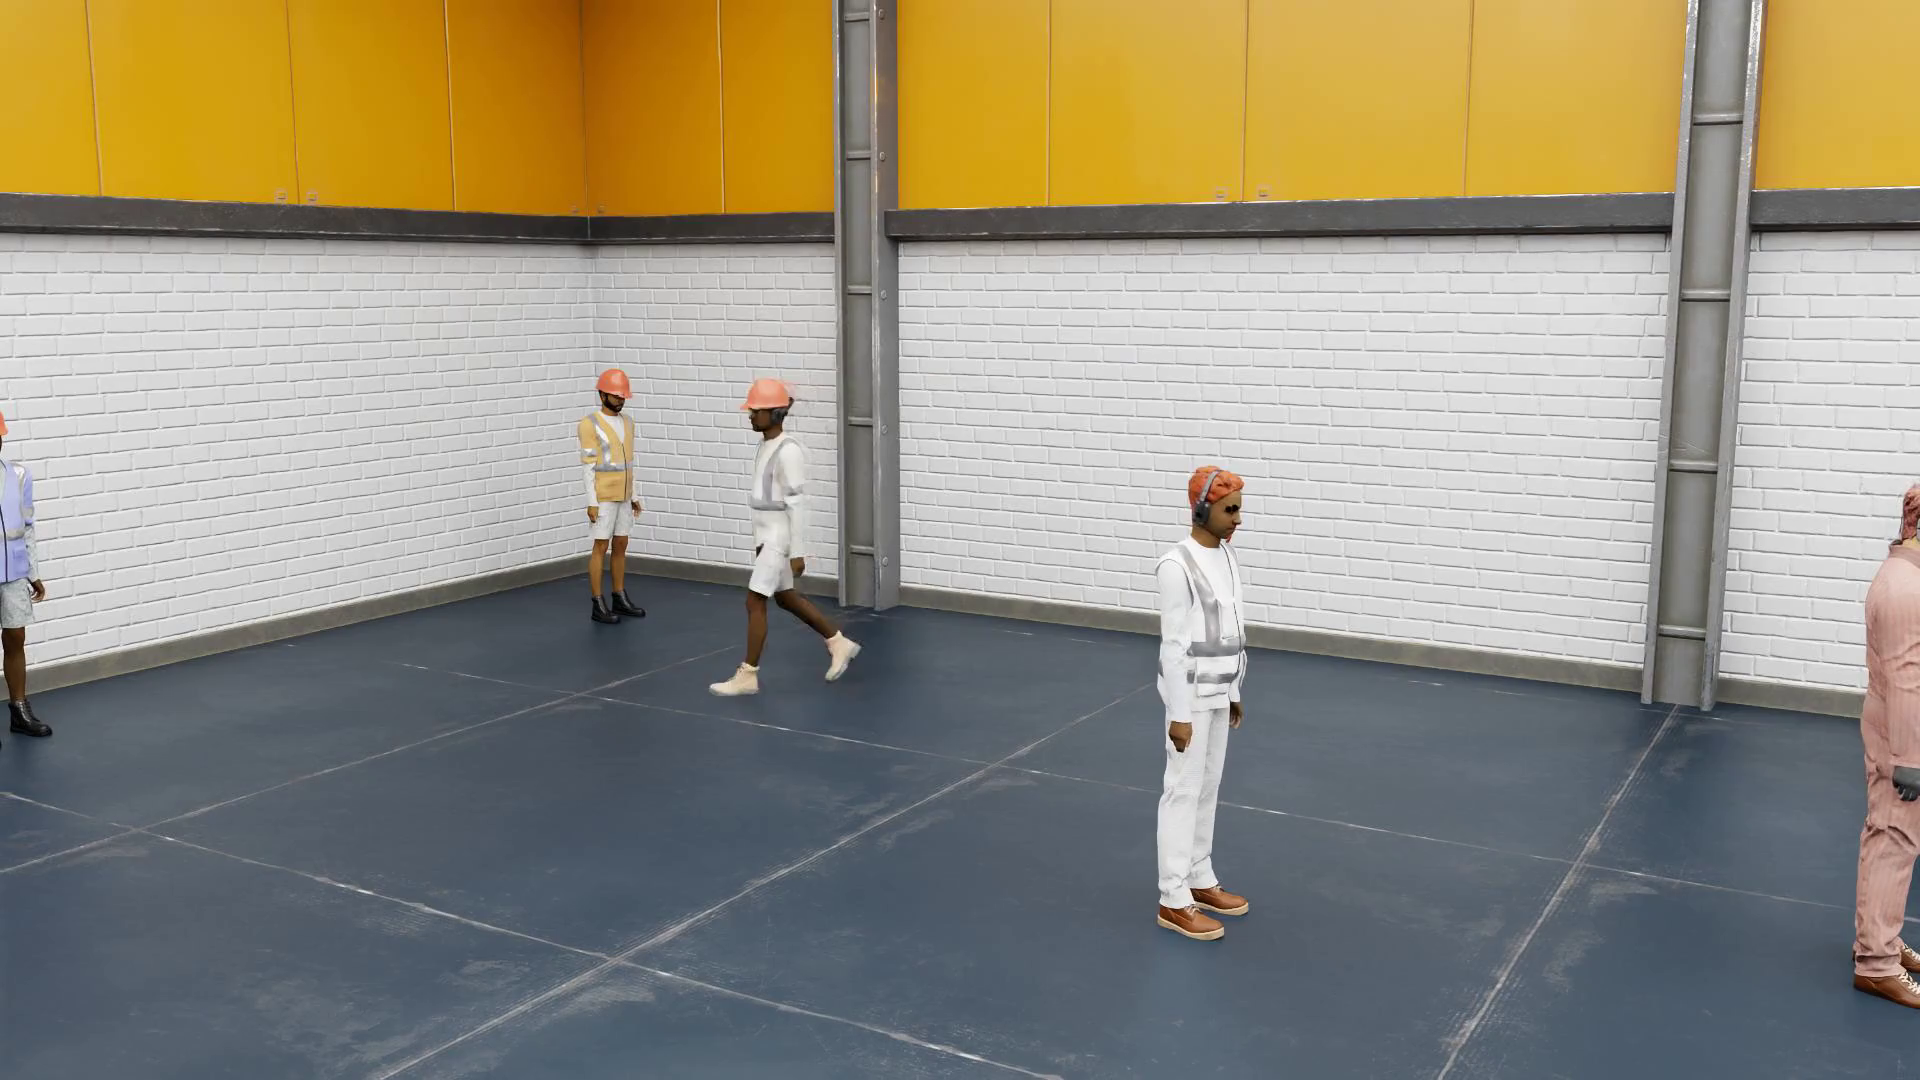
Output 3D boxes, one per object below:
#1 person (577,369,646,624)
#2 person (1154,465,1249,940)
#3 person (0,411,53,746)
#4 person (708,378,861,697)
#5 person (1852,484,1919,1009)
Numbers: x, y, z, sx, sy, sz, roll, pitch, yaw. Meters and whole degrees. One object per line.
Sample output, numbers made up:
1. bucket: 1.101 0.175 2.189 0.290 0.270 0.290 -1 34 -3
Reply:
1. person: -2.637 -0.339 12.679 0.366 1.931 0.542 5 11 30
2. person: 0.985 0.639 6.715 0.356 1.887 0.573 5 11 30
3. person: -5.427 0.190 9.354 0.357 1.938 0.542 5 11 30
4. person: -1.097 -0.025 10.512 0.963 2.013 0.615 -3 10 -20
5. person: 3.510 0.728 6.095 0.409 1.909 0.640 5 11 30
